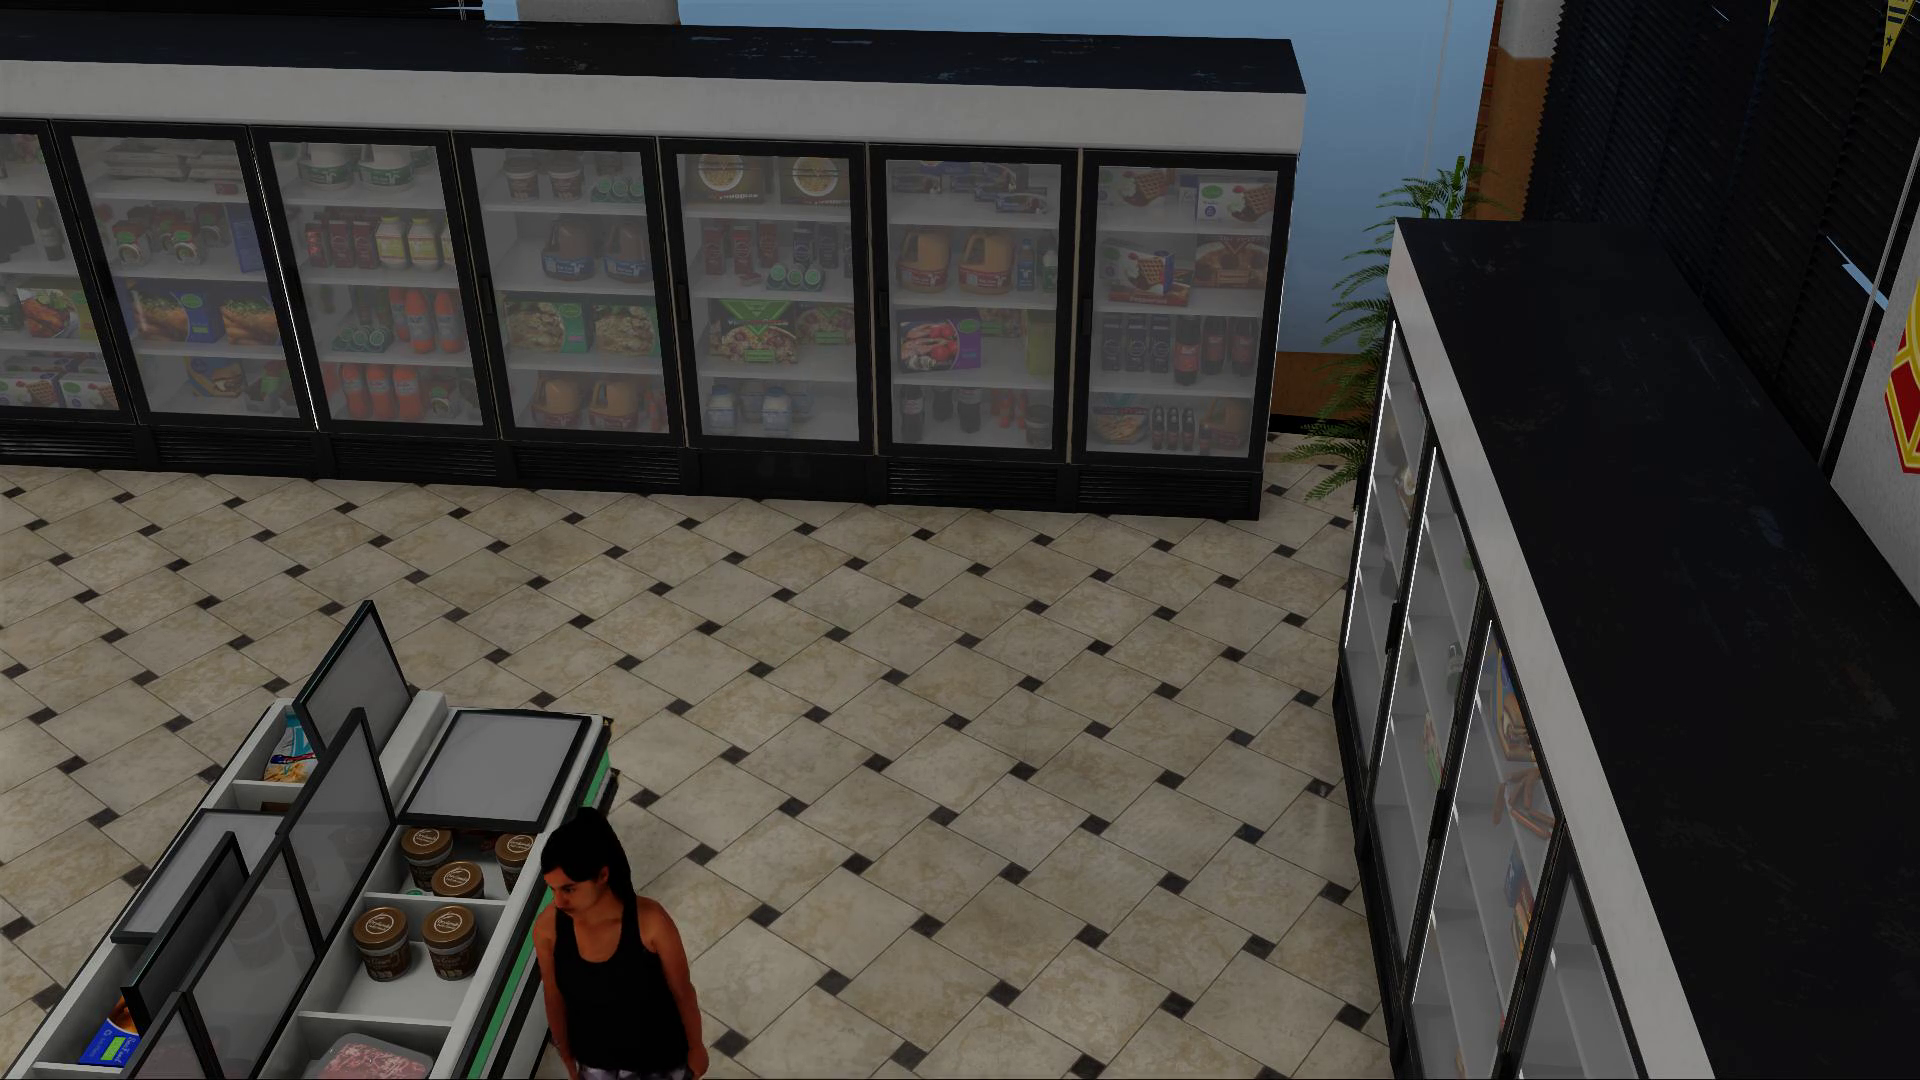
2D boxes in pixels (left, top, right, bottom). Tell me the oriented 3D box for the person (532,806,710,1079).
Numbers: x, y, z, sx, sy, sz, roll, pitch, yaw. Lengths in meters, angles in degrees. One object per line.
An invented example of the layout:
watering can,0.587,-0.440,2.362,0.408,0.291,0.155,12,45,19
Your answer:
person,-0.940,1.399,4.859,0.654,1.654,0.869,-1,32,-2
